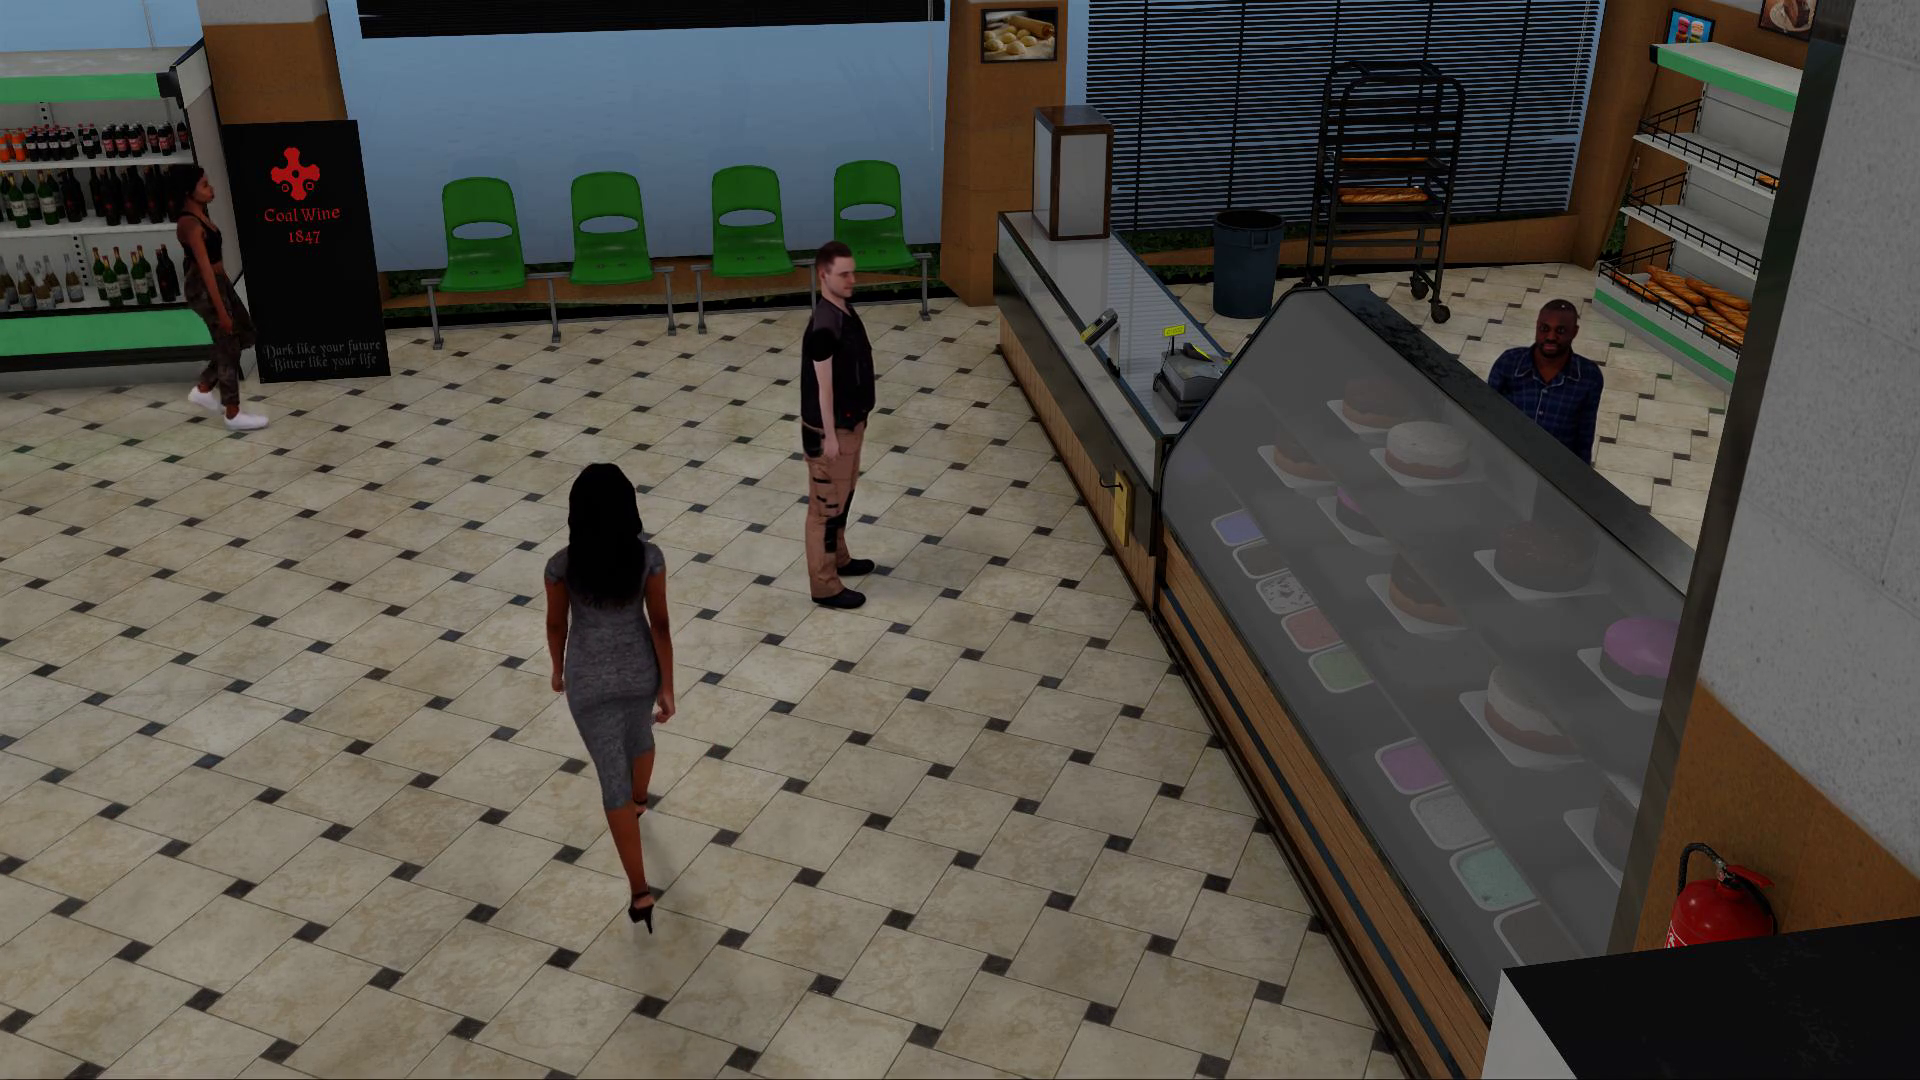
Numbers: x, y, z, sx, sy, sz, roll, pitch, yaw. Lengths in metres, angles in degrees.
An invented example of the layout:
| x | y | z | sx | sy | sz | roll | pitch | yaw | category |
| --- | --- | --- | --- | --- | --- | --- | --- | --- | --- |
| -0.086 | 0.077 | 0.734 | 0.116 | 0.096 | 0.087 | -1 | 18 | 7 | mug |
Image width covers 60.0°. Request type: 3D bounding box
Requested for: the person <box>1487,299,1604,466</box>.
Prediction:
| x | y | z | sx | sy | sz | roll | pitch | yaw | category |
| --- | --- | --- | --- | --- | --- | --- | --- | --- | --- |
| 2.584 | -0.231 | 7.584 | 0.725 | 1.824 | 0.832 | 10 | 29 | 19 | person |

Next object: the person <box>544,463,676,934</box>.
| x | y | z | sx | sy | sz | roll | pitch | yaw | category |
| --- | --- | --- | --- | --- | --- | --- | --- | --- | --- |
| -1.241 | 0.611 | 6.032 | 1.104 | 1.727 | 0.800 | -10 | 29 | -19 | person |

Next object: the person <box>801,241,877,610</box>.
| x | y | z | sx | sy | sz | roll | pitch | yaw | category |
| --- | --- | --- | --- | --- | --- | --- | --- | --- | --- |
| -0.634 | -0.590 | 8.275 | 0.699 | 1.840 | 0.751 | 3 | 27 | 6 | person |

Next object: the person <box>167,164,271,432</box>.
| x | y | z | sx | sy | sz | roll | pitch | yaw | category |
| --- | --- | --- | --- | --- | --- | --- | --- | --- | --- |
| -4.640 | -1.451 | 10.139 | 0.720 | 1.688 | 0.631 | -8 | 28 | -15 | person |
